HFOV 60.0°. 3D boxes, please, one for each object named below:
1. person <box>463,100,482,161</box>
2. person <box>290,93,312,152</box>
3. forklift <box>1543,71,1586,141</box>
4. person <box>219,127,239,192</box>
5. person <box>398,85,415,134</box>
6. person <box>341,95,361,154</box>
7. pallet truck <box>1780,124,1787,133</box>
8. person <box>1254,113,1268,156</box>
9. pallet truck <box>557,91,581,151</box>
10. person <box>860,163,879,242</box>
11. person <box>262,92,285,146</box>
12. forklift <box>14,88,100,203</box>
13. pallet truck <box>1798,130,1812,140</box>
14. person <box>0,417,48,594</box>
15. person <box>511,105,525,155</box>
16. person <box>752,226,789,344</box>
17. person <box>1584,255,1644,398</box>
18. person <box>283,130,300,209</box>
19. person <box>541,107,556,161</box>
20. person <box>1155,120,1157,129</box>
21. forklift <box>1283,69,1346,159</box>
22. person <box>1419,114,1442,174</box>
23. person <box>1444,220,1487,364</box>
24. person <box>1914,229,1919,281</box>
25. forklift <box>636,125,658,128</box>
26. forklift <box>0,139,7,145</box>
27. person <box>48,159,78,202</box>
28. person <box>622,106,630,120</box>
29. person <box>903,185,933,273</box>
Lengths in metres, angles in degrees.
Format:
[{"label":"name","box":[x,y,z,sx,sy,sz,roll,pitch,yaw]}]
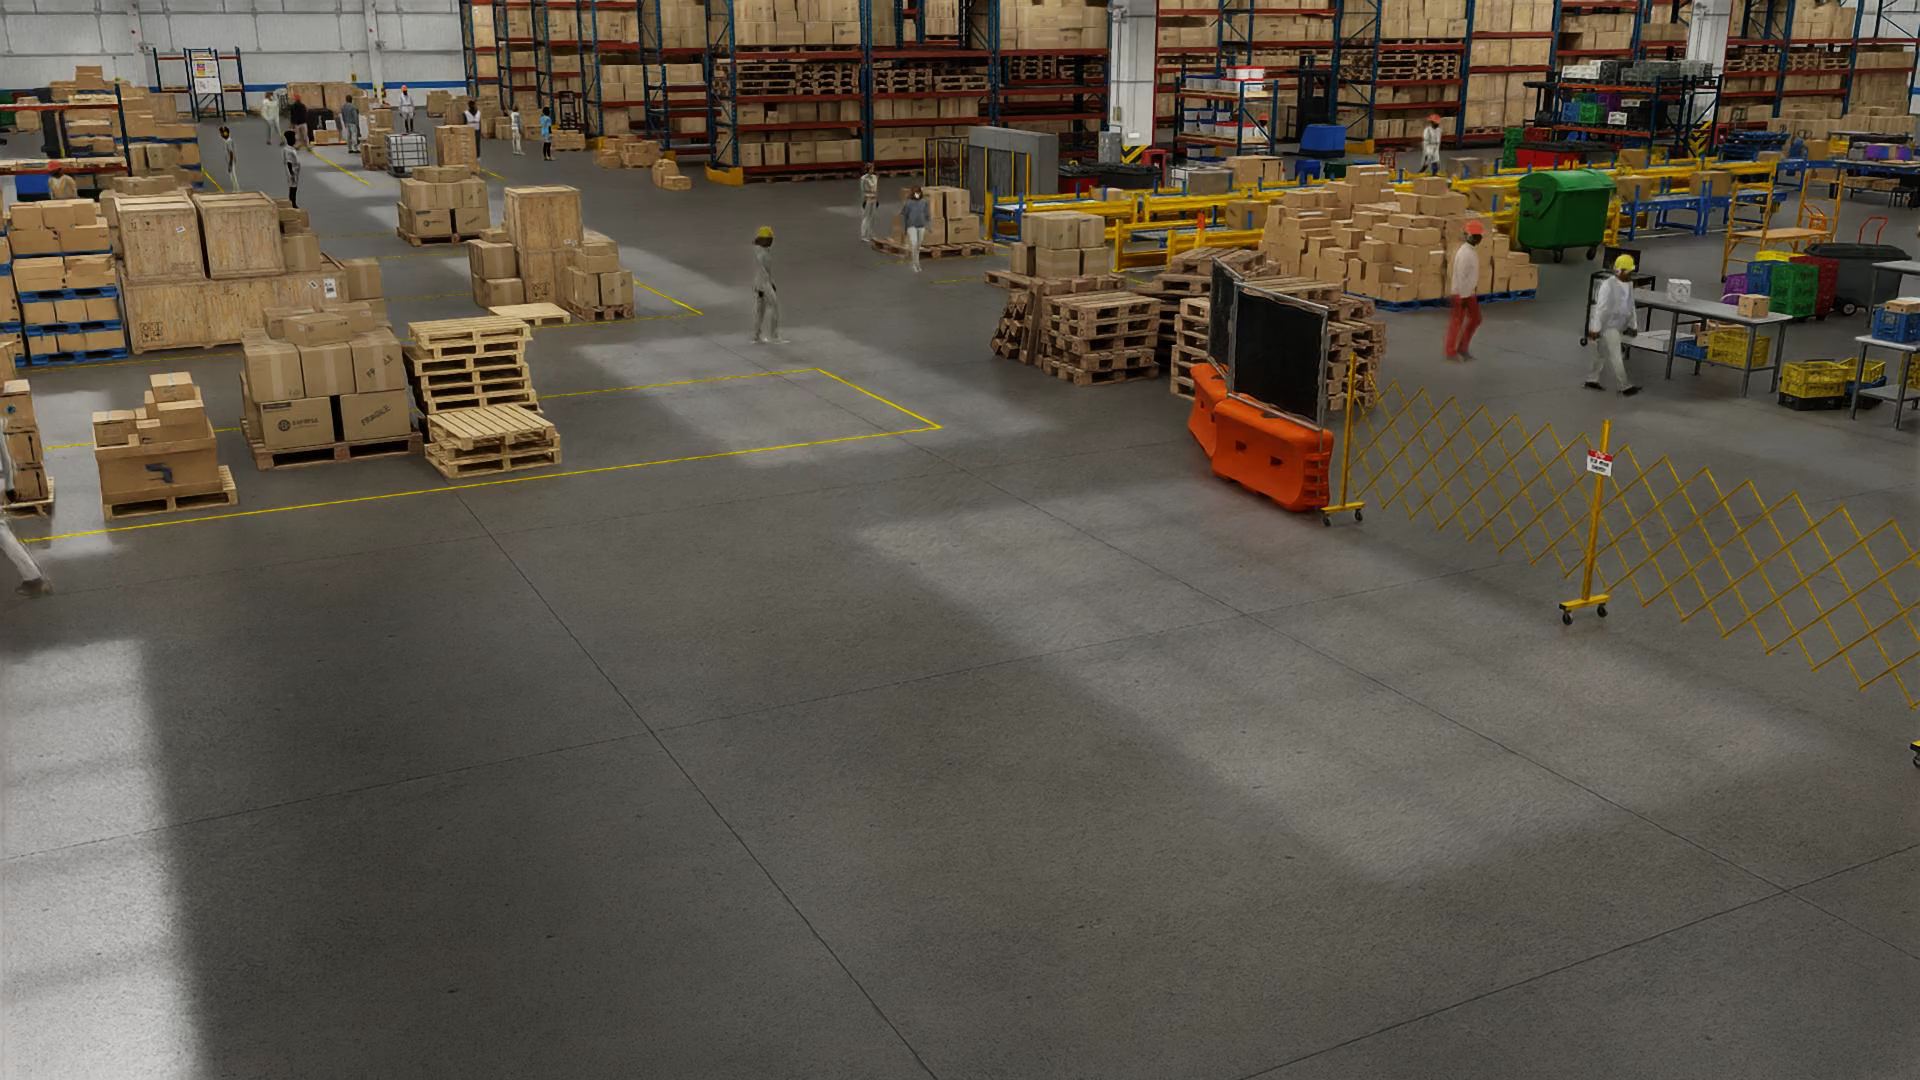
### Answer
[{"label":"person","box":[-15.686,-13.187,53.539,0.593,1.898,0.688,-13,22,-36]},{"label":"person","box":[-22.566,-14.249,56.783,0.628,1.948,1.047,-17,24,-42]},{"label":"forklift","box":[18.685,-13.231,52.085,1.873,2.768,1.129,-9,20,-26]},{"label":"person","box":[-18.535,-9.538,42.211,0.329,1.865,0.514,-8,20,-24]},{"label":"person","box":[-20.972,-16.261,63.100,0.573,1.893,0.925,-8,19,-23]},{"label":"person","box":[-20.482,-13.988,55.963,0.636,1.937,0.358,9,20,26]},{"label":"pallet truck","box":[25.206,-12.542,52.601,1.601,1.201,0.680,0,18,-2]},{"label":"person","box":[8.377,-10.861,46.215,0.356,1.938,0.543,15,23,40]},{"label":"pallet truck","box":[-13.495,-14.412,57.188,0.823,1.965,1.885,-3,18,-9]},{"label":"person","box":[-1.900,-7.106,34.991,0.311,1.636,0.521,12,21,33]},{"label":"person","box":[-24.493,-14.988,59.180,0.647,1.892,1.033,-16,24,-41]},{"label":"forklift","box":[-22.723,-9.866,41.591,1.873,2.768,1.129,-9,20,-26]},{"label":"pallet truck","box":[25.526,-11.556,49.408,1.630,1.274,0.653,-9,20,-26]},{"label":"person","box":[-8.169,-0.433,13.877,0.992,1.835,0.594,2,18,7]},{"label":"person","box":[-14.821,-13.713,55.583,0.315,1.641,0.515,-14,23,-37]},{"label":"person","box":[-2.764,-3.711,24.277,0.658,1.723,0.489,-3,18,-8]},{"label":"person","box":[8.355,-2.704,21.020,0.623,1.781,0.912,-13,22,-36]},{"label":"person","box":[-15.849,-8.727,39.514,0.373,1.966,0.607,-4,18,-12]},{"label":"person","box":[-13.245,-13.030,53.362,0.320,1.695,0.537,-14,23,-37]},{"label":"person","box":[6.612,-14.372,57.619,0.901,1.636,0.541,16,24,40]},{"label":"forklift","box":[11.615,-13.871,54.079,1.129,2.768,1.873,-9,20,-27]},{"label":"person","box":[12.786,-10.481,44.951,0.636,1.981,1.065,-7,19,-21]},{"label":"person","box":[6.998,-3.396,22.868,0.571,1.974,0.662,10,20,28]},{"label":"person","box":[17.458,-5.542,29.687,0.593,1.899,0.455,7,19,22]},{"label":"forklift","box":[-13.297,-18.107,67.284,1.873,2.768,1.129,-9,20,-26]},{"label":"forklift","box":[-35.006,-15.382,58.790,1.873,2.768,1.129,-9,20,-26]},{"label":"person","box":[-17.857,-6.711,33.353,0.560,1.895,0.786,4,18,13]},{"label":"person","box":[-12.430,-15.603,61.165,0.624,1.838,0.430,-12,21,-32]},{"label":"person","box":[-0.762,-5.770,30.892,0.504,1.601,0.739,-9,20,-26]}]
